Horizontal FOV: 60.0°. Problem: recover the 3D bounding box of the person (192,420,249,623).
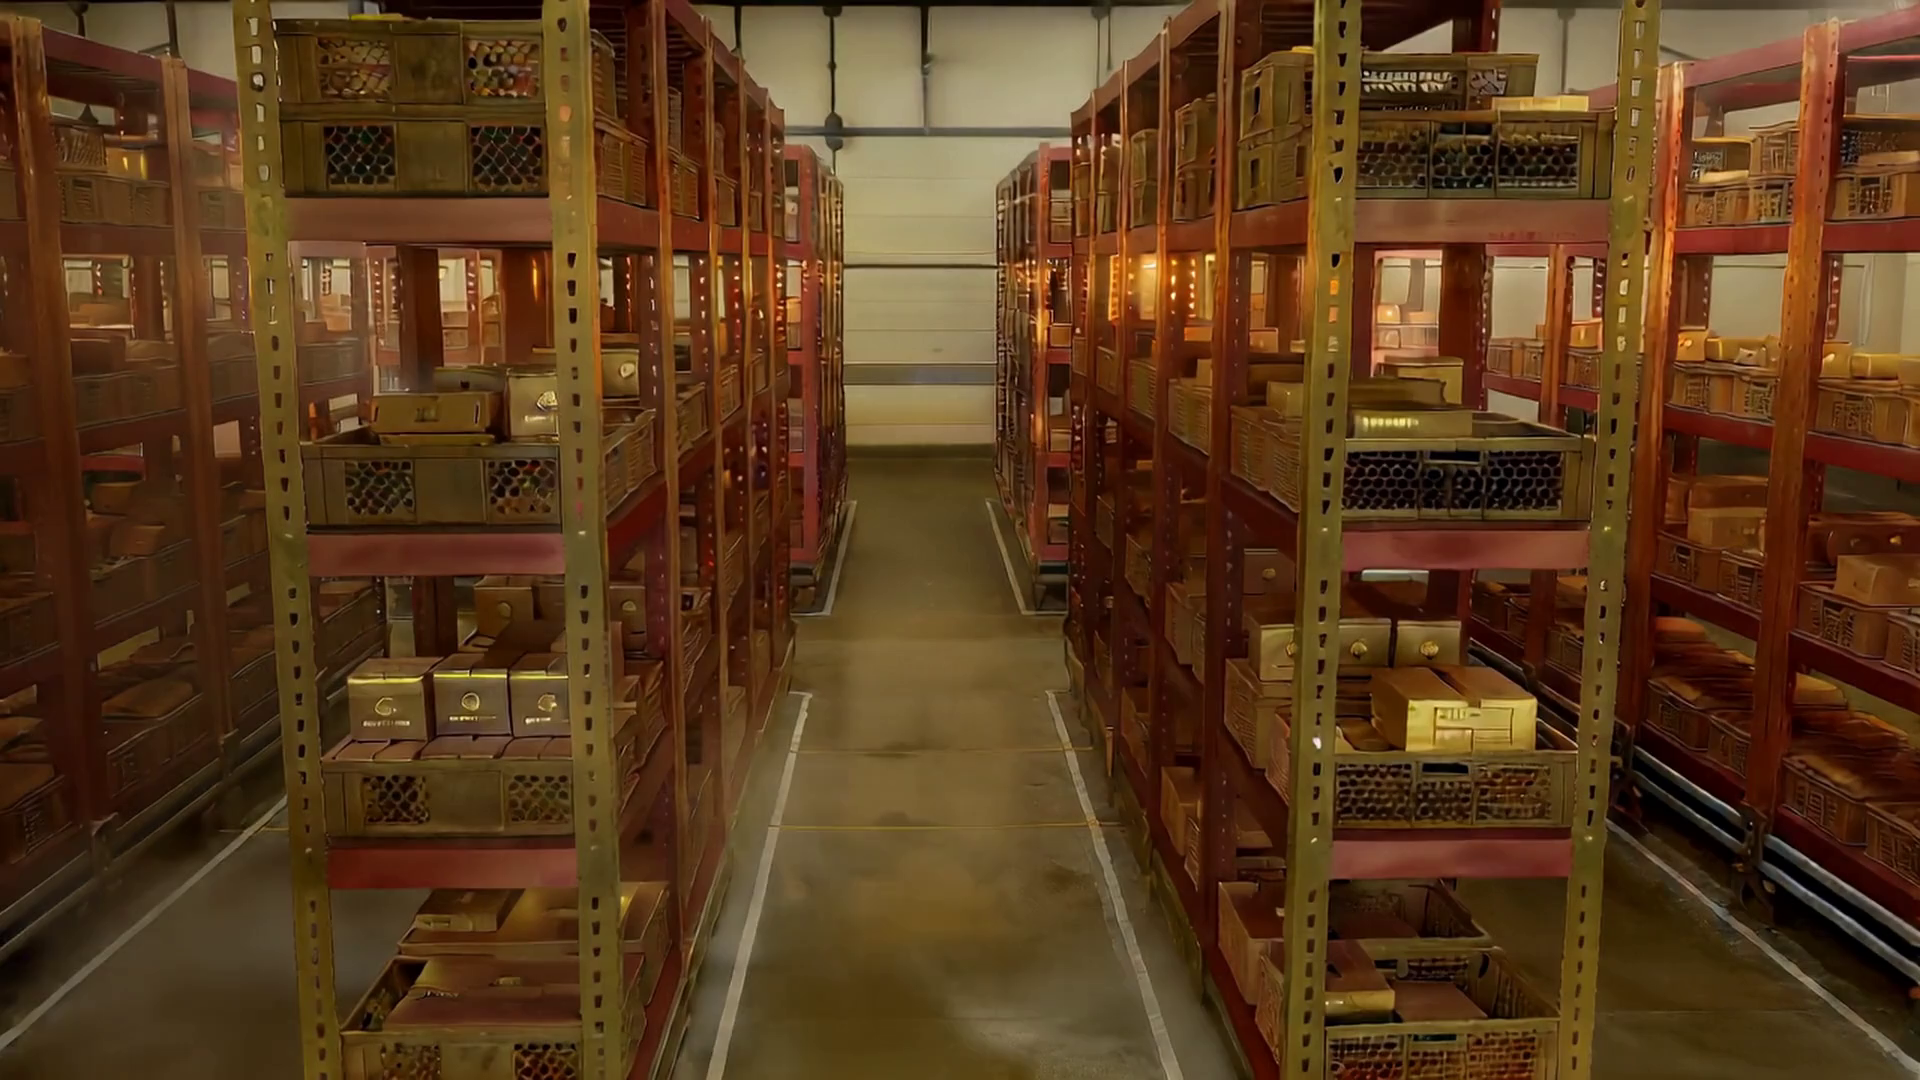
[{"bbox_3d":[-5.593,-0.290,12.546,0.382,1.845,0.571,3,10,15],"label":"person"}]
